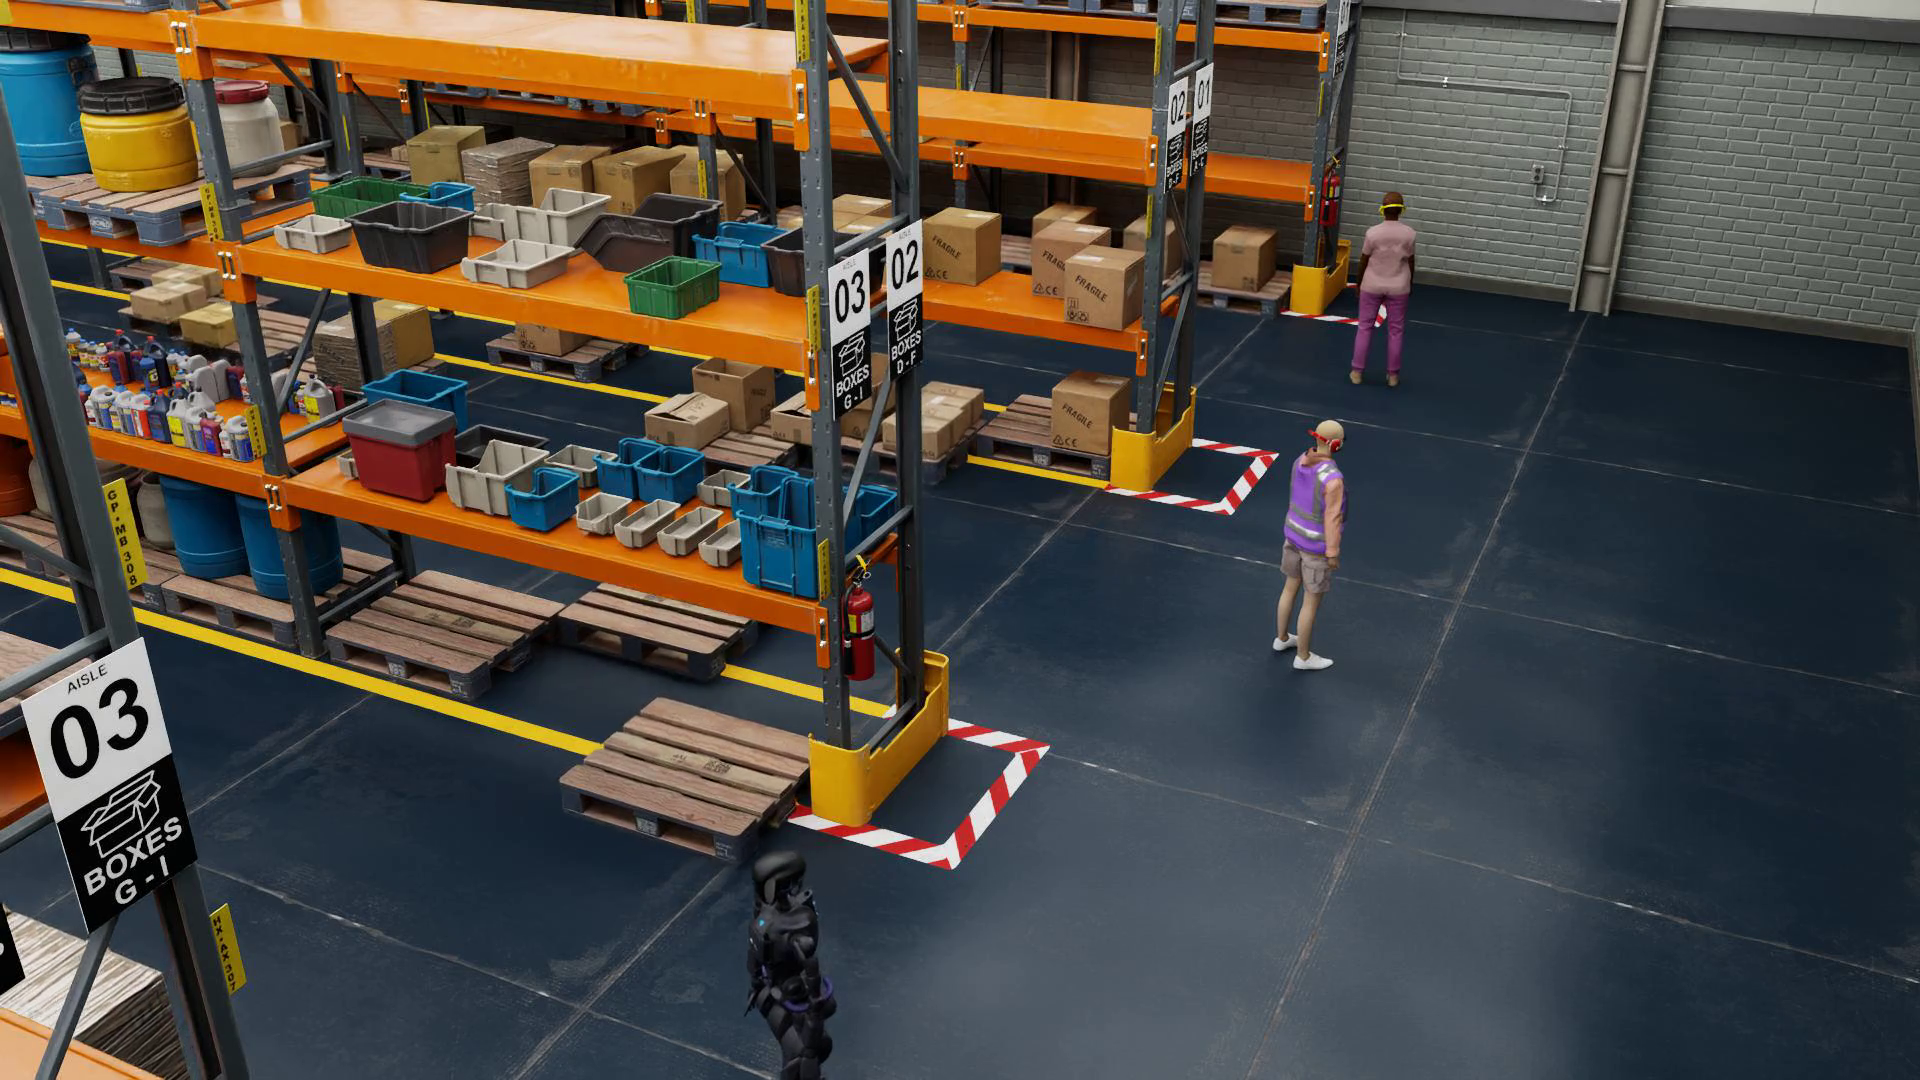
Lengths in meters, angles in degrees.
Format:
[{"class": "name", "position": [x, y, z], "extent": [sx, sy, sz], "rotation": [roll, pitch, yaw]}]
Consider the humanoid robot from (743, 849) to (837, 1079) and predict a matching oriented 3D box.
[{"class": "humanoid robot", "position": [-0.750, 1.942, 6.813], "extent": [0.736, 1.625, 0.610], "rotation": [-16, 30, -29]}]

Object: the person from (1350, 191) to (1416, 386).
[{"class": "person", "position": [3.885, -2.293, 15.231], "extent": [0.520, 1.799, 0.334], "rotation": [5, 27, 10]}]

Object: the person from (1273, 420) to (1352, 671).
[{"class": "person", "position": [2.256, 0.028, 10.650], "extent": [0.352, 1.688, 0.489], "rotation": [-10, 28, -20]}]
